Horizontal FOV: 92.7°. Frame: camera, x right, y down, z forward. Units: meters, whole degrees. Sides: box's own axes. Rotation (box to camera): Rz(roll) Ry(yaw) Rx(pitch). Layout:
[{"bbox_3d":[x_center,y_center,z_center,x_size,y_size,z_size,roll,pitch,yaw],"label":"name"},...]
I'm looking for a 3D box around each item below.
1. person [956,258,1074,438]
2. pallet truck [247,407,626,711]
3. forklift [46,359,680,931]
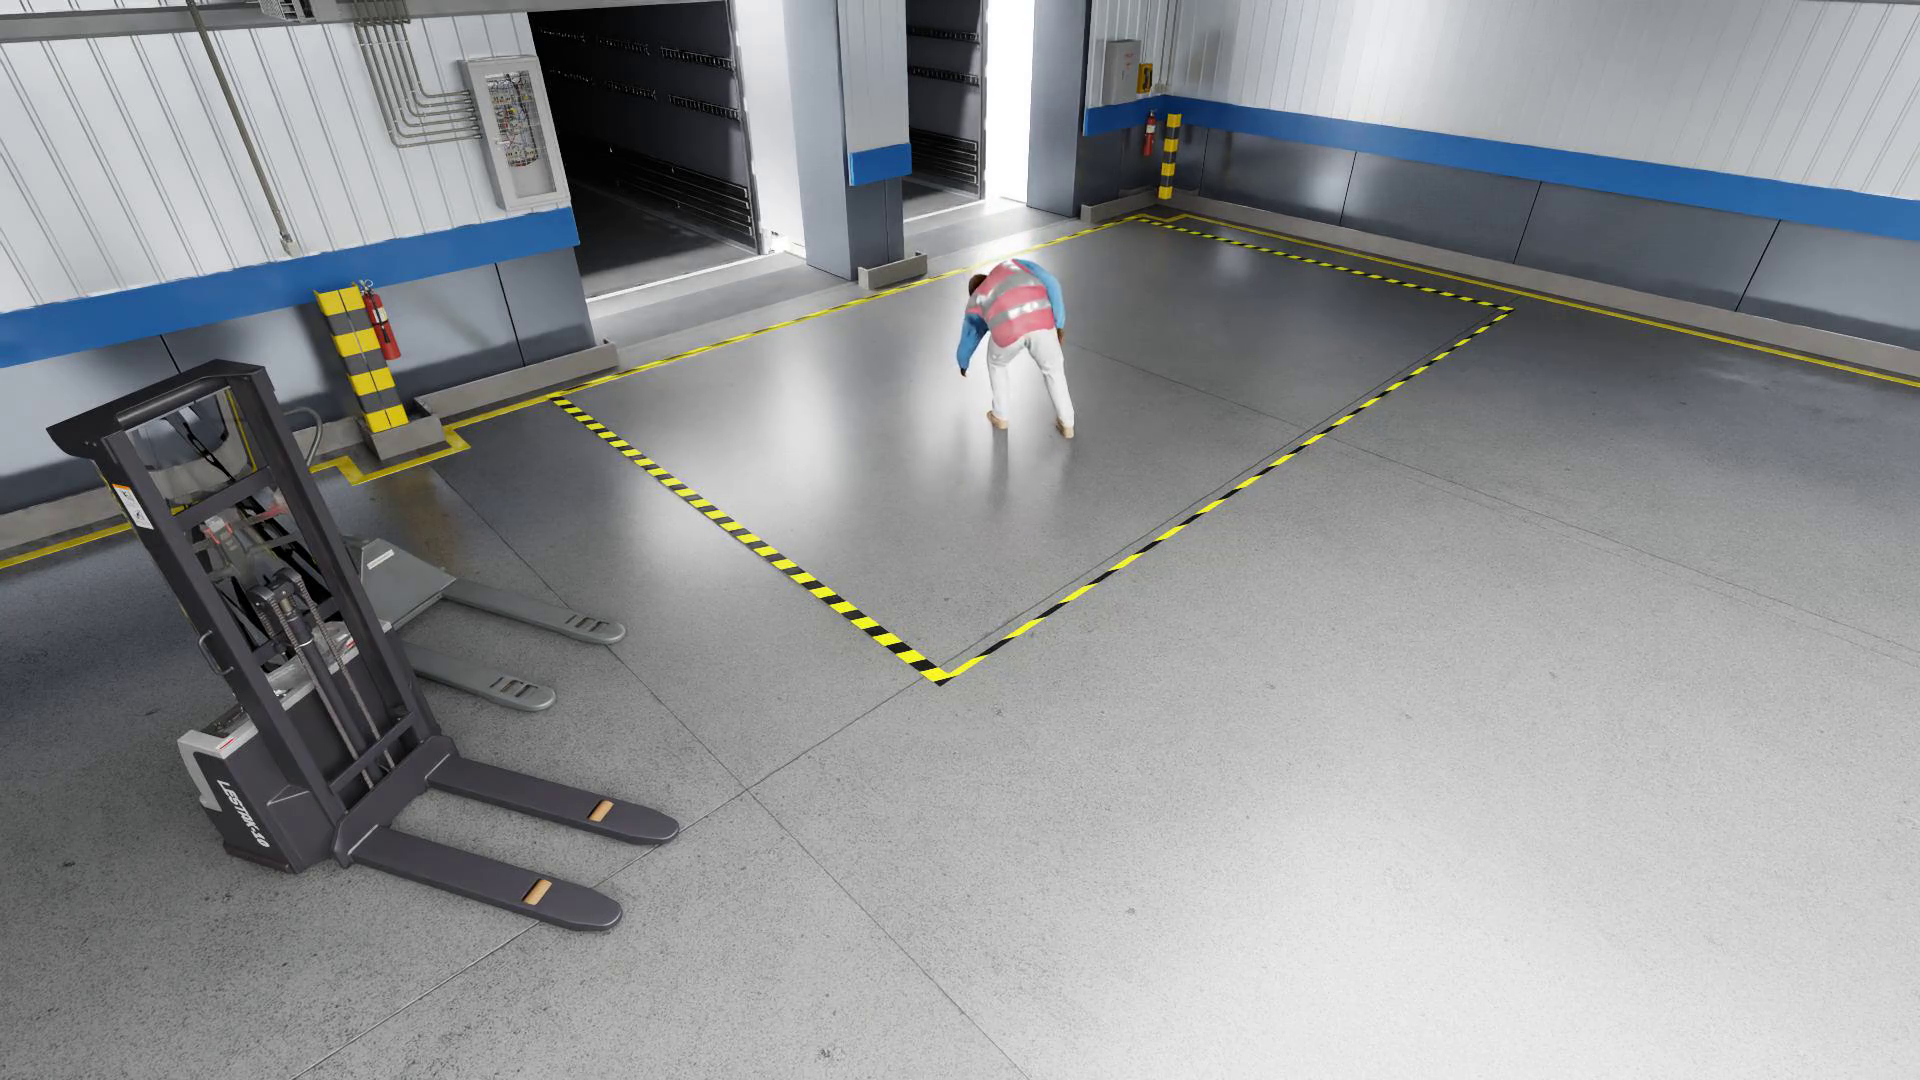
[{"bbox_3d":[0.416,-1.436,6.792,0.959,1.250,0.869,5,35,7],"label":"person"},{"bbox_3d":[-2.628,0.038,4.590,1.601,1.201,0.680,12,36,18],"label":"pallet truck"},{"bbox_3d":[-2.135,0.422,3.354,1.885,1.965,0.823,10,35,14],"label":"forklift"}]
